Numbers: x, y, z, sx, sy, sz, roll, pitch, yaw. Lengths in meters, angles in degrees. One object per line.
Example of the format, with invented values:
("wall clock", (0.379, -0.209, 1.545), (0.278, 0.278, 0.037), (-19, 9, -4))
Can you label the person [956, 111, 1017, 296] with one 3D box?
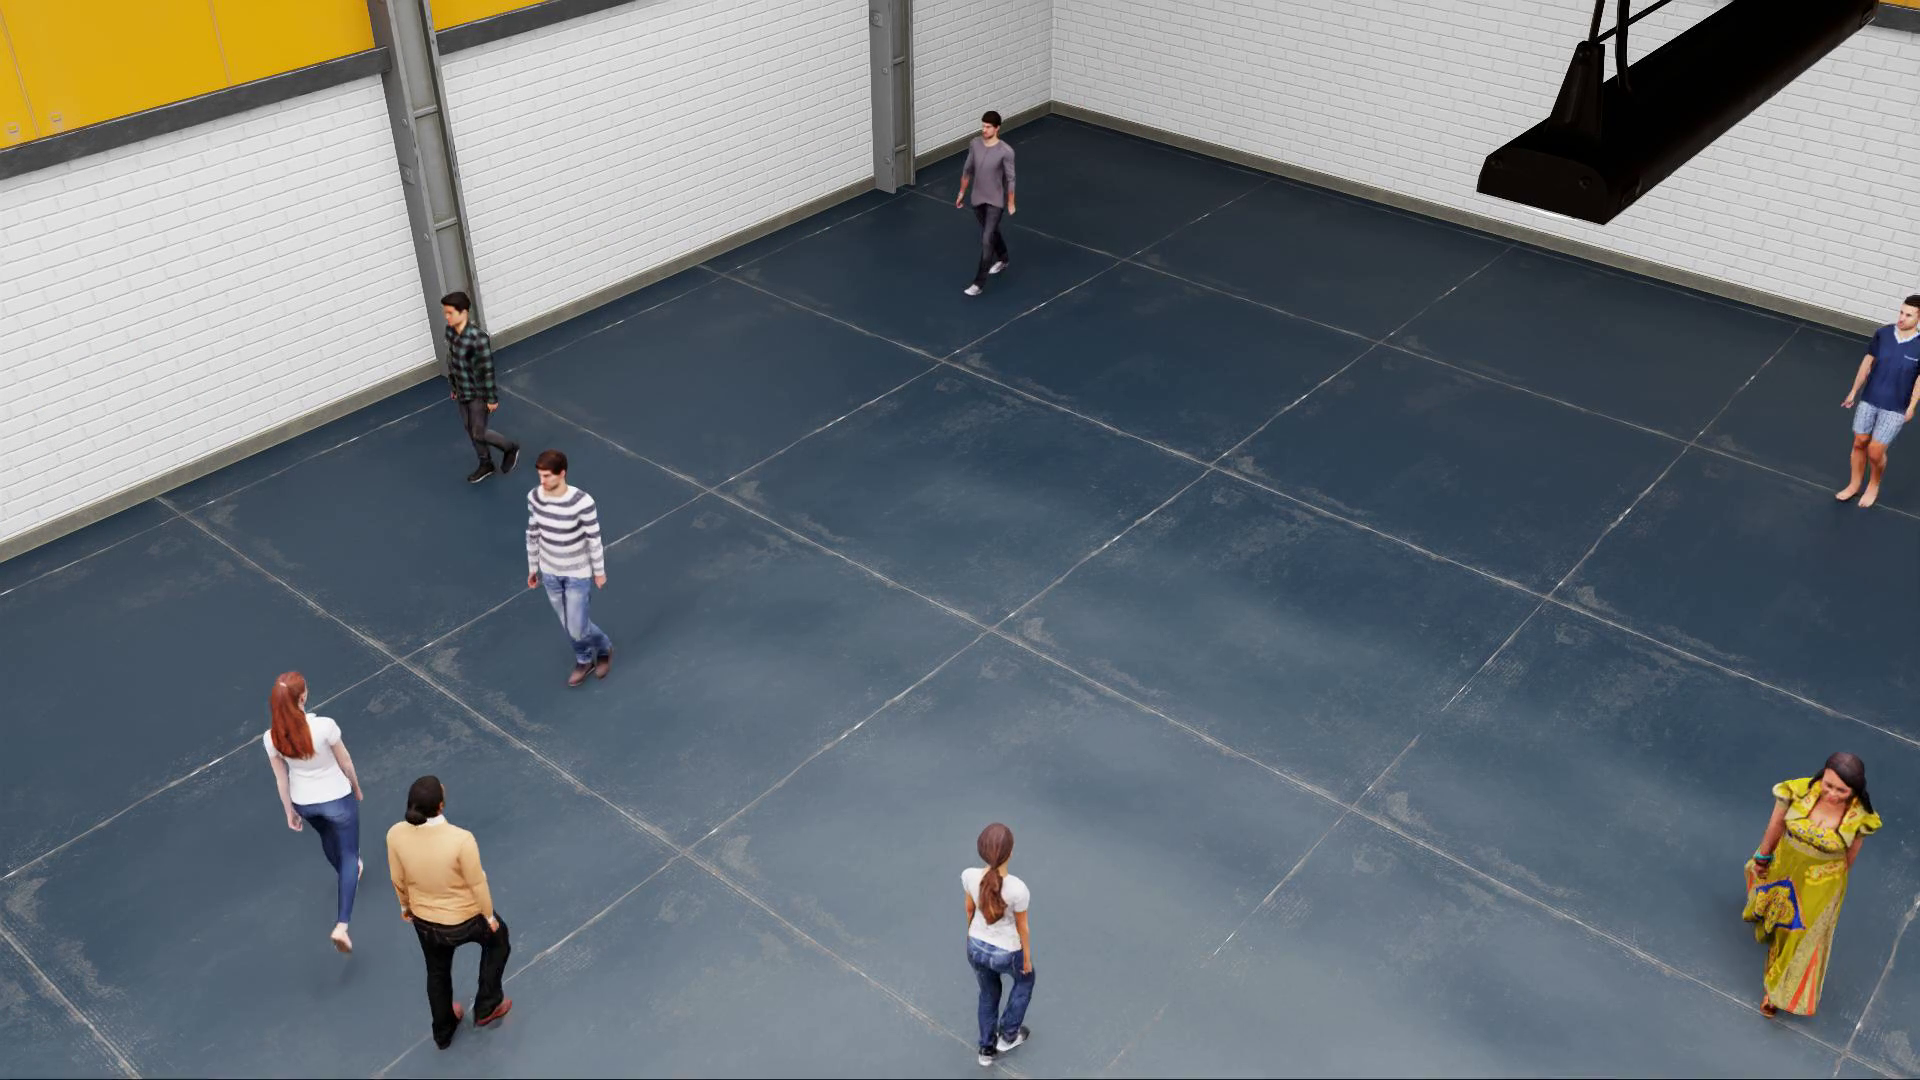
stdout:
("person", (0.338, -3.423, 16.676), (0.684, 1.803, 1.145), (24, 41, 32))

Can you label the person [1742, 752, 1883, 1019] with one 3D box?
("person", (4.595, 1.745, 9.070), (0.809, 1.616, 1.192), (21, 39, 28))

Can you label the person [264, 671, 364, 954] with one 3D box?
("person", (-3.569, 1.538, 9.299), (1.042, 1.708, 1.084), (-3, 34, -5))

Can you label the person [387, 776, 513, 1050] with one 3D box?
("person", (-2.653, 1.988, 8.593), (0.807, 1.740, 0.835), (2, 34, 4))

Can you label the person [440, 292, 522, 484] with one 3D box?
("person", (-3.903, -1.265, 13.509), (0.671, 1.698, 0.685), (26, 41, 33))

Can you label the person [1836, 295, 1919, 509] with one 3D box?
("person", (7.386, -1.126, 13.191), (0.698, 1.836, 0.694), (-20, 39, -27))

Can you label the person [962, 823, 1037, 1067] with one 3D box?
("person", (0.159, 2.133, 8.545), (0.608, 1.551, 0.643), (16, 37, 23))

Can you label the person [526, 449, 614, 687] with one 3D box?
("person", (-2.607, 0.156, 11.260), (0.737, 1.838, 0.764), (13, 36, 19))
